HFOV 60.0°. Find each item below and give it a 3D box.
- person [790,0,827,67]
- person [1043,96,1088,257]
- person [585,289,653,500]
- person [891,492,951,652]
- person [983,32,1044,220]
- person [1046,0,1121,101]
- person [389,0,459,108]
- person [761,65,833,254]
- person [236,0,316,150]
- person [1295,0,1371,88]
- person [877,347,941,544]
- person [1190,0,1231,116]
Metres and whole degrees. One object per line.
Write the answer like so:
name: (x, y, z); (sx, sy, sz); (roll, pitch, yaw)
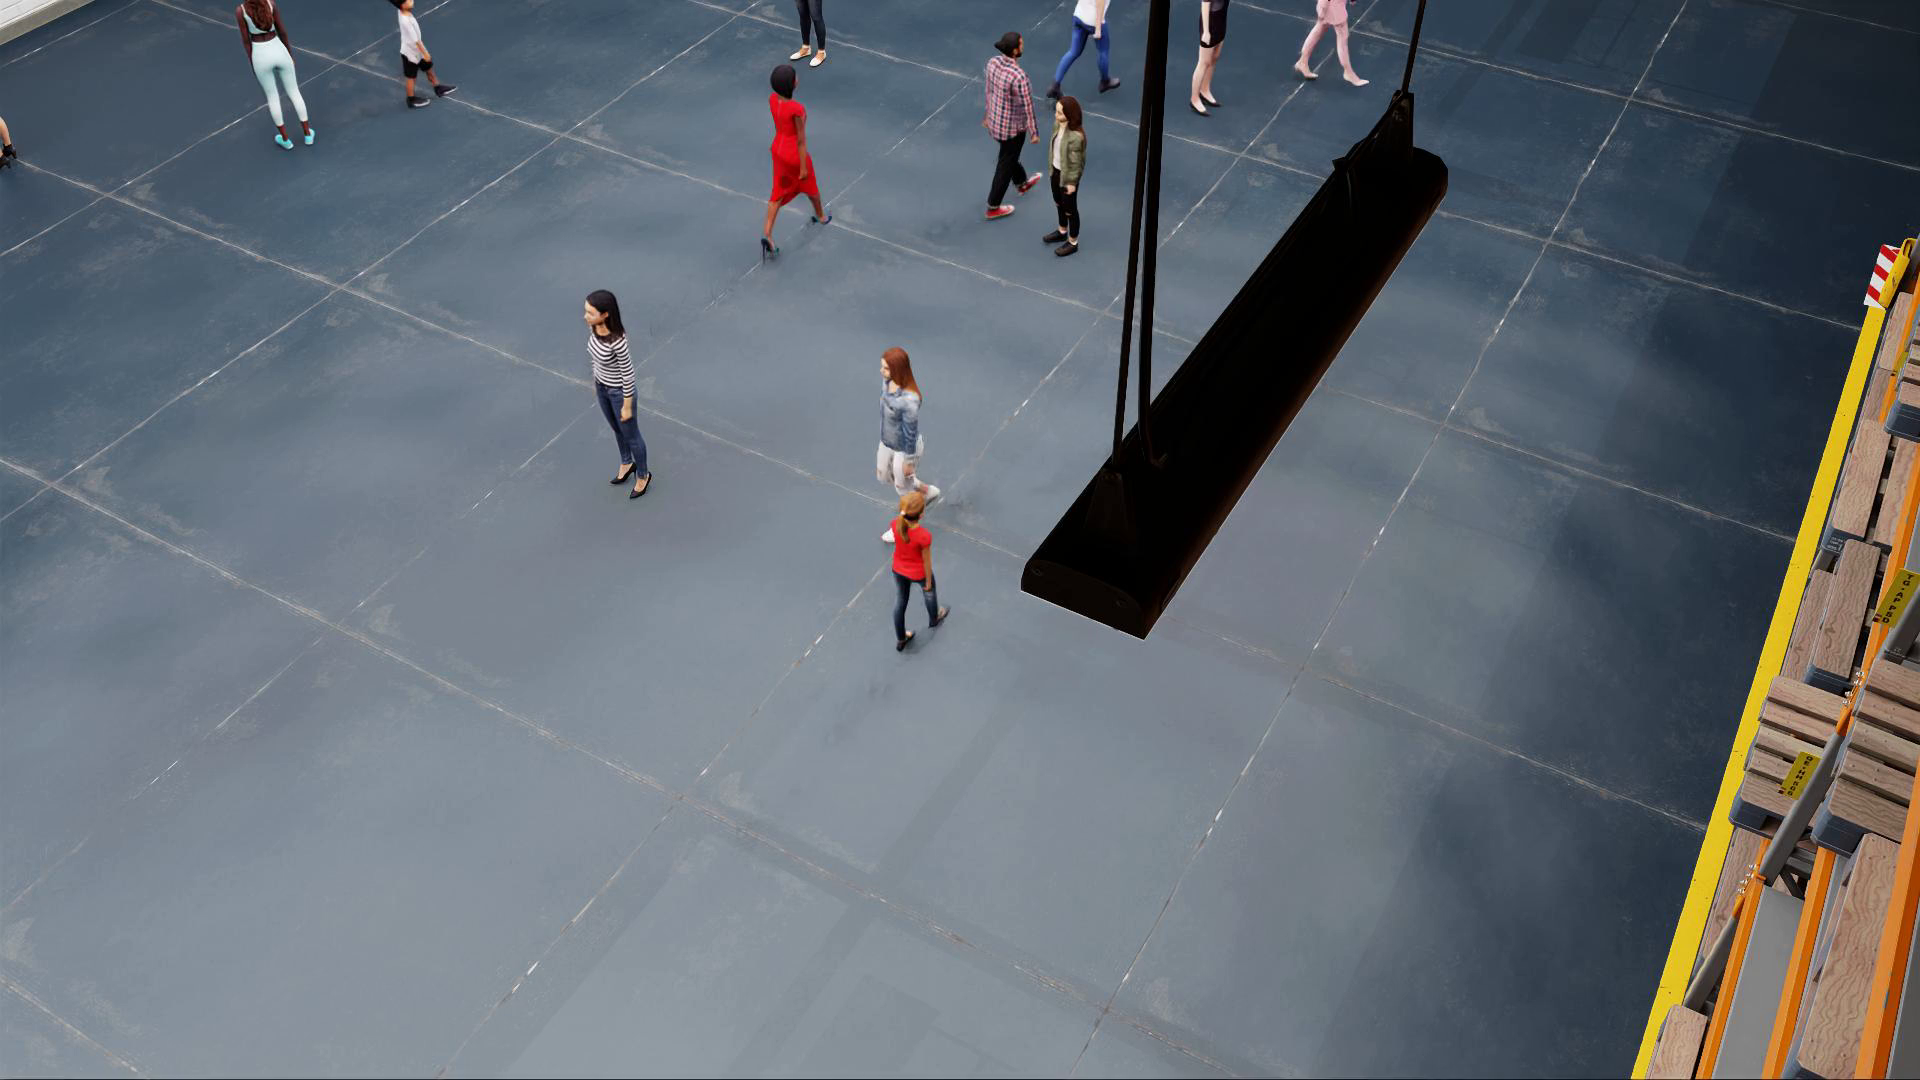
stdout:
person: (-1.550, -5.726, 16.941); (0.620, 1.784, 0.560); (28, 50, 26)
person: (0.922, -3.190, 14.503); (0.667, 1.476, 0.653); (-20, 47, -19)
person: (-2.481, -1.059, 12.033); (0.578, 1.797, 0.631); (-32, 52, -29)
person: (-0.361, 0.240, 11.033); (0.485, 1.295, 0.710); (19, 47, 19)
person: (0.369, -3.667, 14.814); (1.123, 1.738, 0.969); (-26, 49, -25)
person: (1.198, -5.037, 16.320); (1.196, 1.643, 0.948); (-24, 48, -23)
person: (-5.473, -4.846, 16.414); (0.823, 1.238, 0.743); (-13, 45, -13)
person: (-1.531, -3.252, 14.407); (0.708, 1.698, 1.144); (29, 51, 27)
person: (-6.517, -4.542, 15.742); (0.598, 1.725, 0.700); (-24, 49, -23)
person: (3.645, -5.389, 16.599); (0.847, 1.768, 1.010); (13, 45, 13)
person: (-0.337, -0.701, 11.735); (0.889, 1.691, 0.811); (-20, 47, -20)
person: (2.442, -5.022, 16.169); (0.638, 1.829, 0.418); (23, 48, 22)
